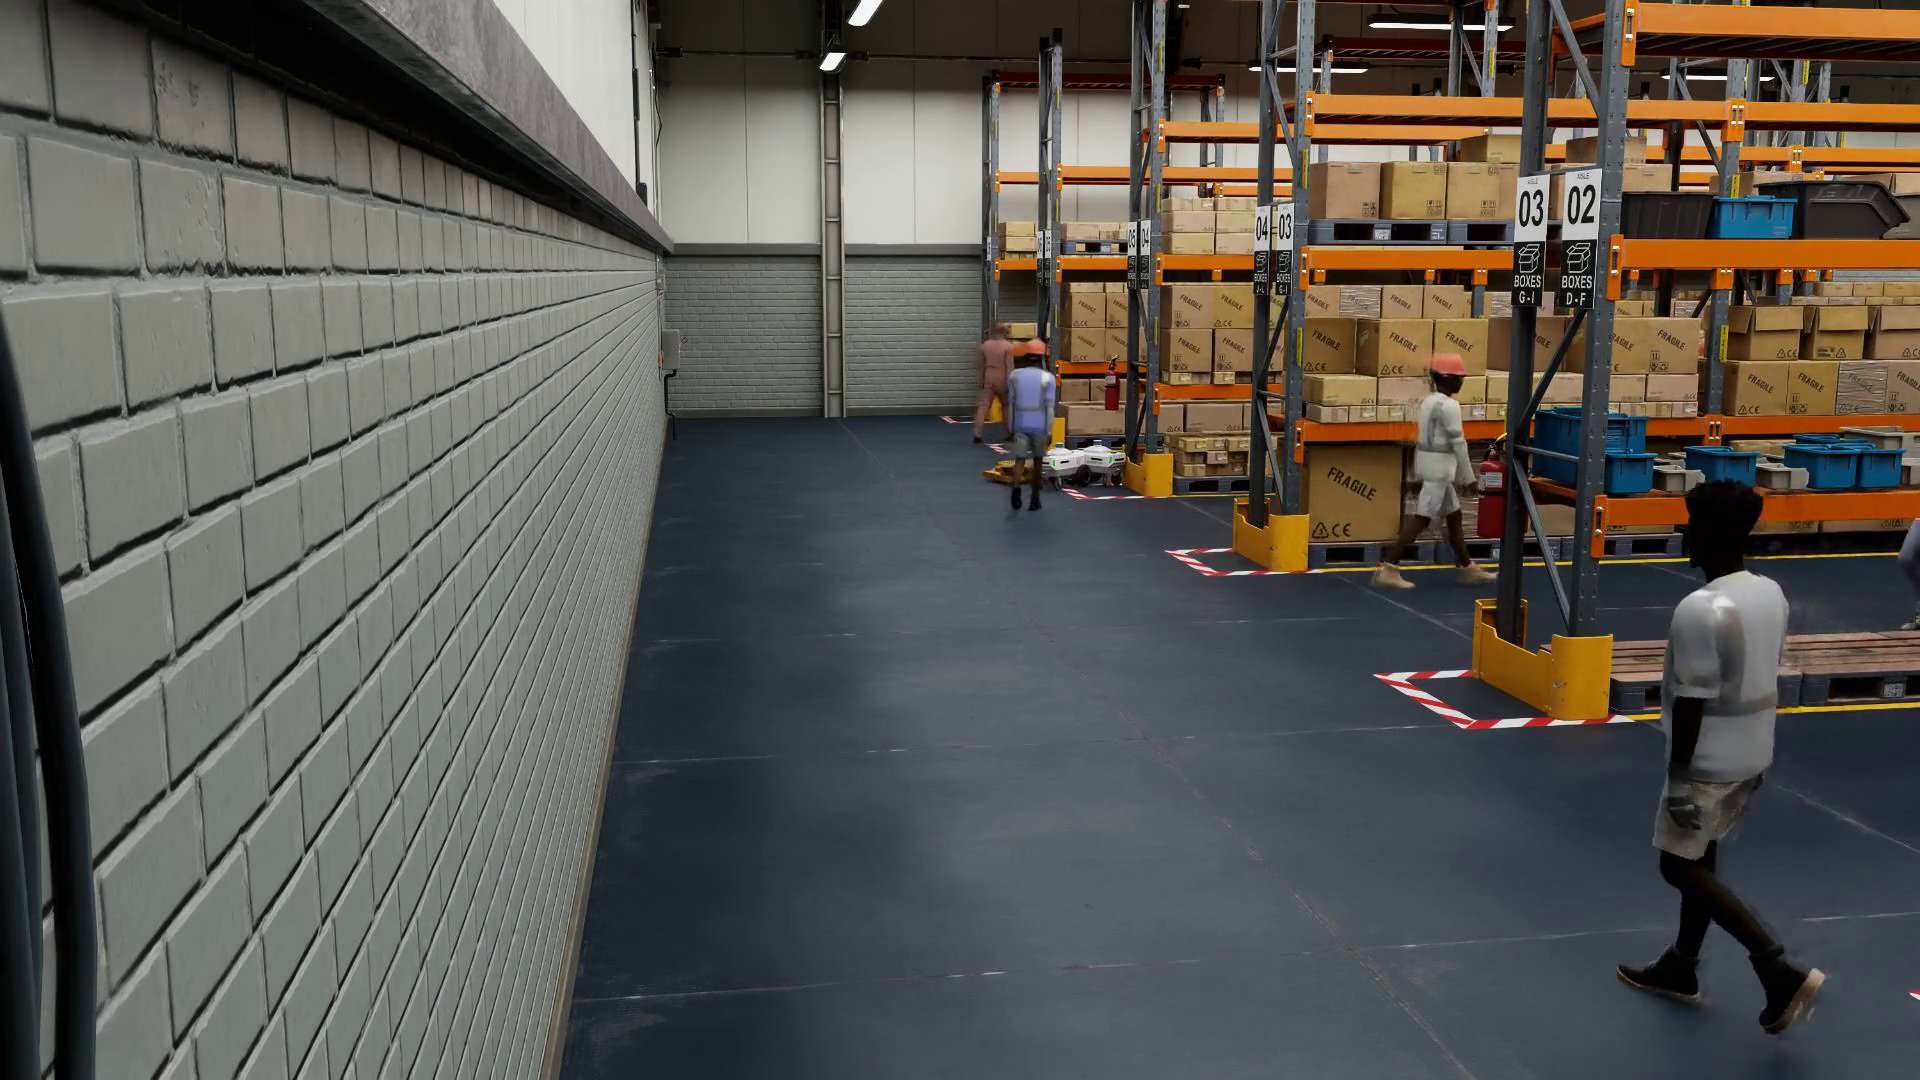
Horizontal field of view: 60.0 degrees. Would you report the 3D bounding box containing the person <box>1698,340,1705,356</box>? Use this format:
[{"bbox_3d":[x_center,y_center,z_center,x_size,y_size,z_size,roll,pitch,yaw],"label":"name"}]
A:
[{"bbox_3d":[8.798,-1.439,19.611,1.022,1.862,0.613,-9,13,-43],"label":"person"}]

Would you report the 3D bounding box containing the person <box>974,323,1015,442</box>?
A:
[{"bbox_3d":[0.564,-2.426,25.718,0.711,1.851,0.987,8,12,41],"label":"person"}]

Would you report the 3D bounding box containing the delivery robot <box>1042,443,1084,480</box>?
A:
[{"bbox_3d":[1.205,-0.944,20.248,0.477,0.478,0.707,7,12,37],"label":"delivery robot"}]

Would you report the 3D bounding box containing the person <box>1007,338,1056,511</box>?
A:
[{"bbox_3d":[0.773,-1.244,18.196,0.554,1.917,0.663,2,9,14],"label":"person"}]

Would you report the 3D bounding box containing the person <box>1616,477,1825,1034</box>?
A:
[{"bbox_3d":[2.692,0.754,5.793,0.610,1.948,0.707,-7,12,-37],"label":"person"}]

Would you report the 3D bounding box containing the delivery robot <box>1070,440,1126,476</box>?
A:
[{"bbox_3d":[1.698,-0.992,20.548,0.707,0.478,0.477,9,13,43],"label":"delivery robot"}]

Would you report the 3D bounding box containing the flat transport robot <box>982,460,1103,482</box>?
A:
[{"bbox_3d":[1.063,-0.899,21.137,1.431,0.197,0.652,-4,10,-25],"label":"flat transport robot"}]

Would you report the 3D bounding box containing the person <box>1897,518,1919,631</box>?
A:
[{"bbox_3d":[7.042,-0.151,11.959,0.467,1.748,0.552,-2,9,-10],"label":"person"}]

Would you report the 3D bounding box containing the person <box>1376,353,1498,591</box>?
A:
[{"bbox_3d":[3.969,-0.550,13.771,1.085,1.987,0.614,0,9,2],"label":"person"}]
